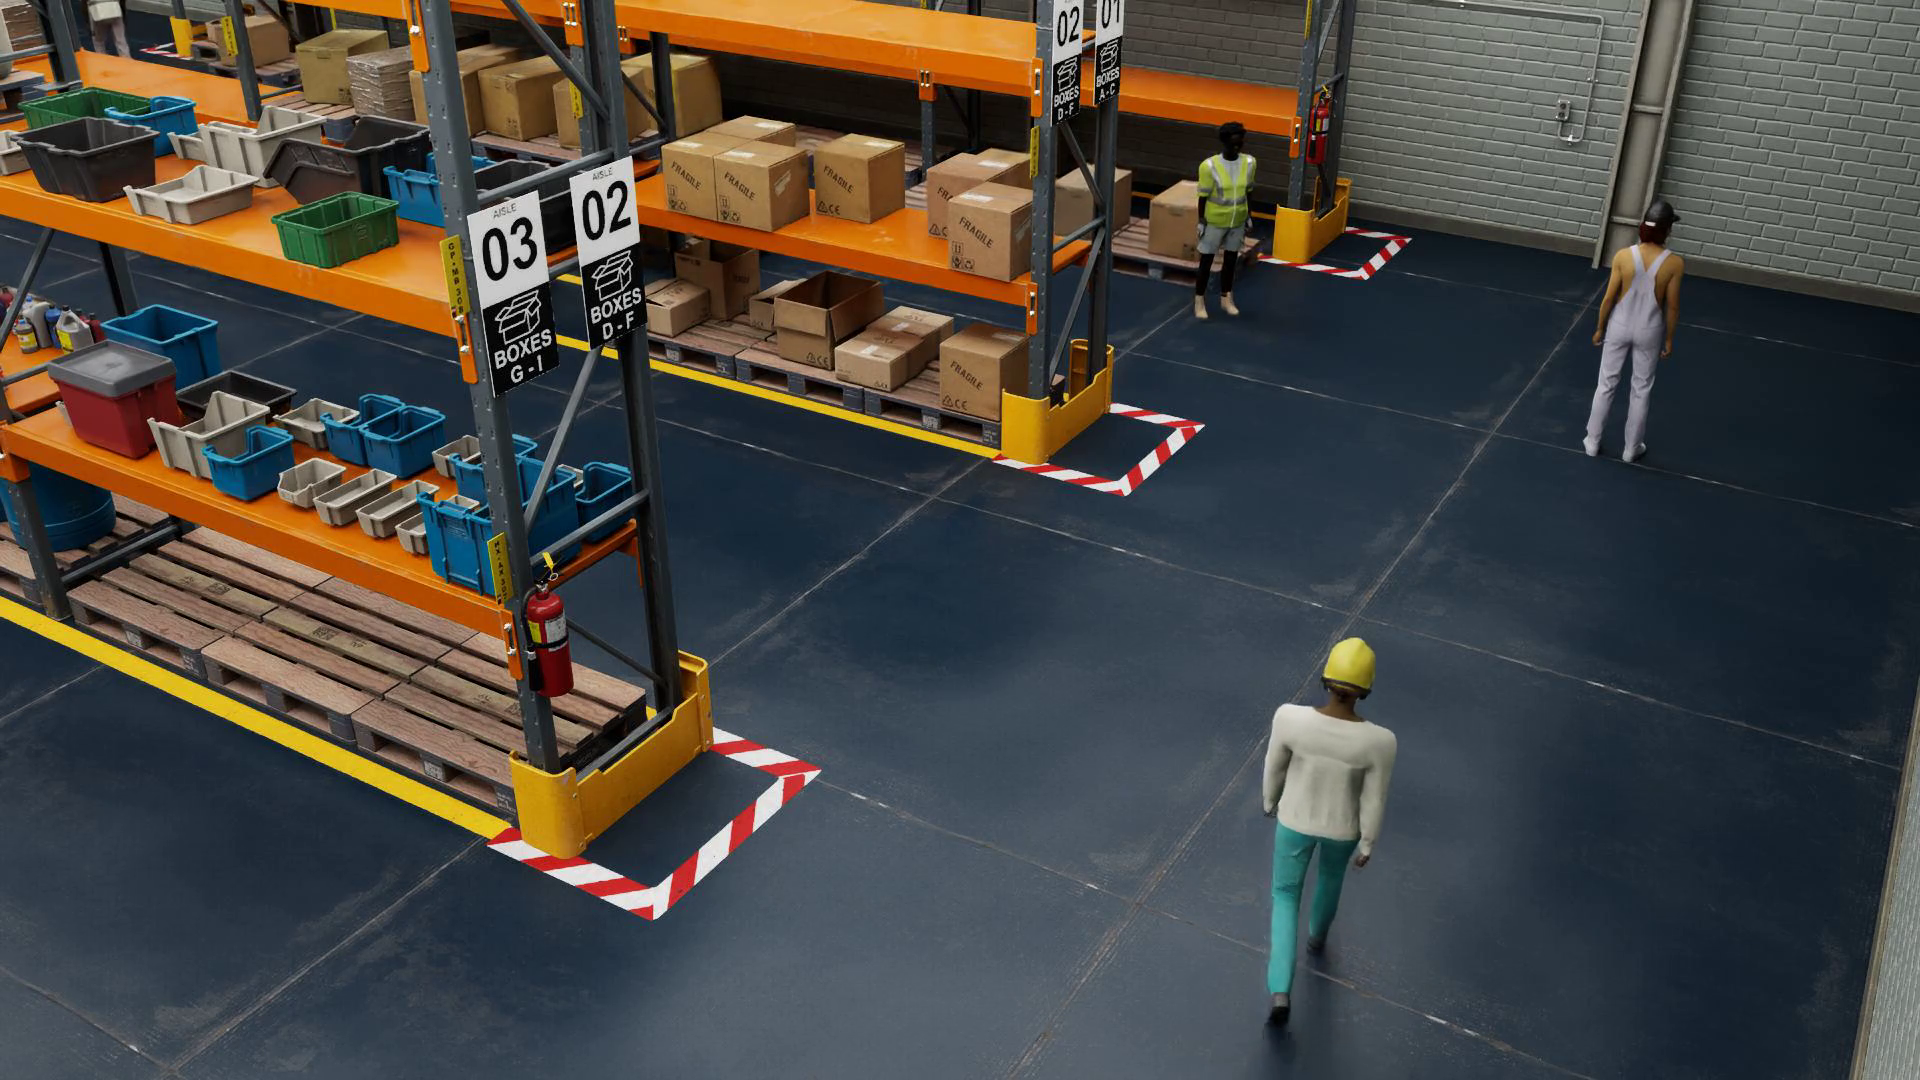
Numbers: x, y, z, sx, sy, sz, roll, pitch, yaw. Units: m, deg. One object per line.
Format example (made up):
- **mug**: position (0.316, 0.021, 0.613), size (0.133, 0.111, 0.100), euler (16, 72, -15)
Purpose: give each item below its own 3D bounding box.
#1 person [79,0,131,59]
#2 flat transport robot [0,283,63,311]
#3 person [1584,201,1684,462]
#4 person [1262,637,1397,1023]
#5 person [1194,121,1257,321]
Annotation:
- **person**: position (-10.657, -6.495, 20.692), size (0.562, 1.816, 0.874), euler (-23, 36, -35)
- **flat transport robot**: position (-8.257, -1.926, 14.090), size (1.431, 0.231, 0.659), euler (18, 34, 29)
- **person**: position (4.719, -1.462, 11.621), size (0.531, 1.860, 0.379), euler (13, 32, 22)
- **person**: position (1.513, 1.200, 6.977), size (0.517, 1.727, 0.826), euler (6, 30, 11)
- **person**: position (2.223, -2.682, 13.975), size (0.539, 1.696, 0.317), euler (-10, 31, -17)
